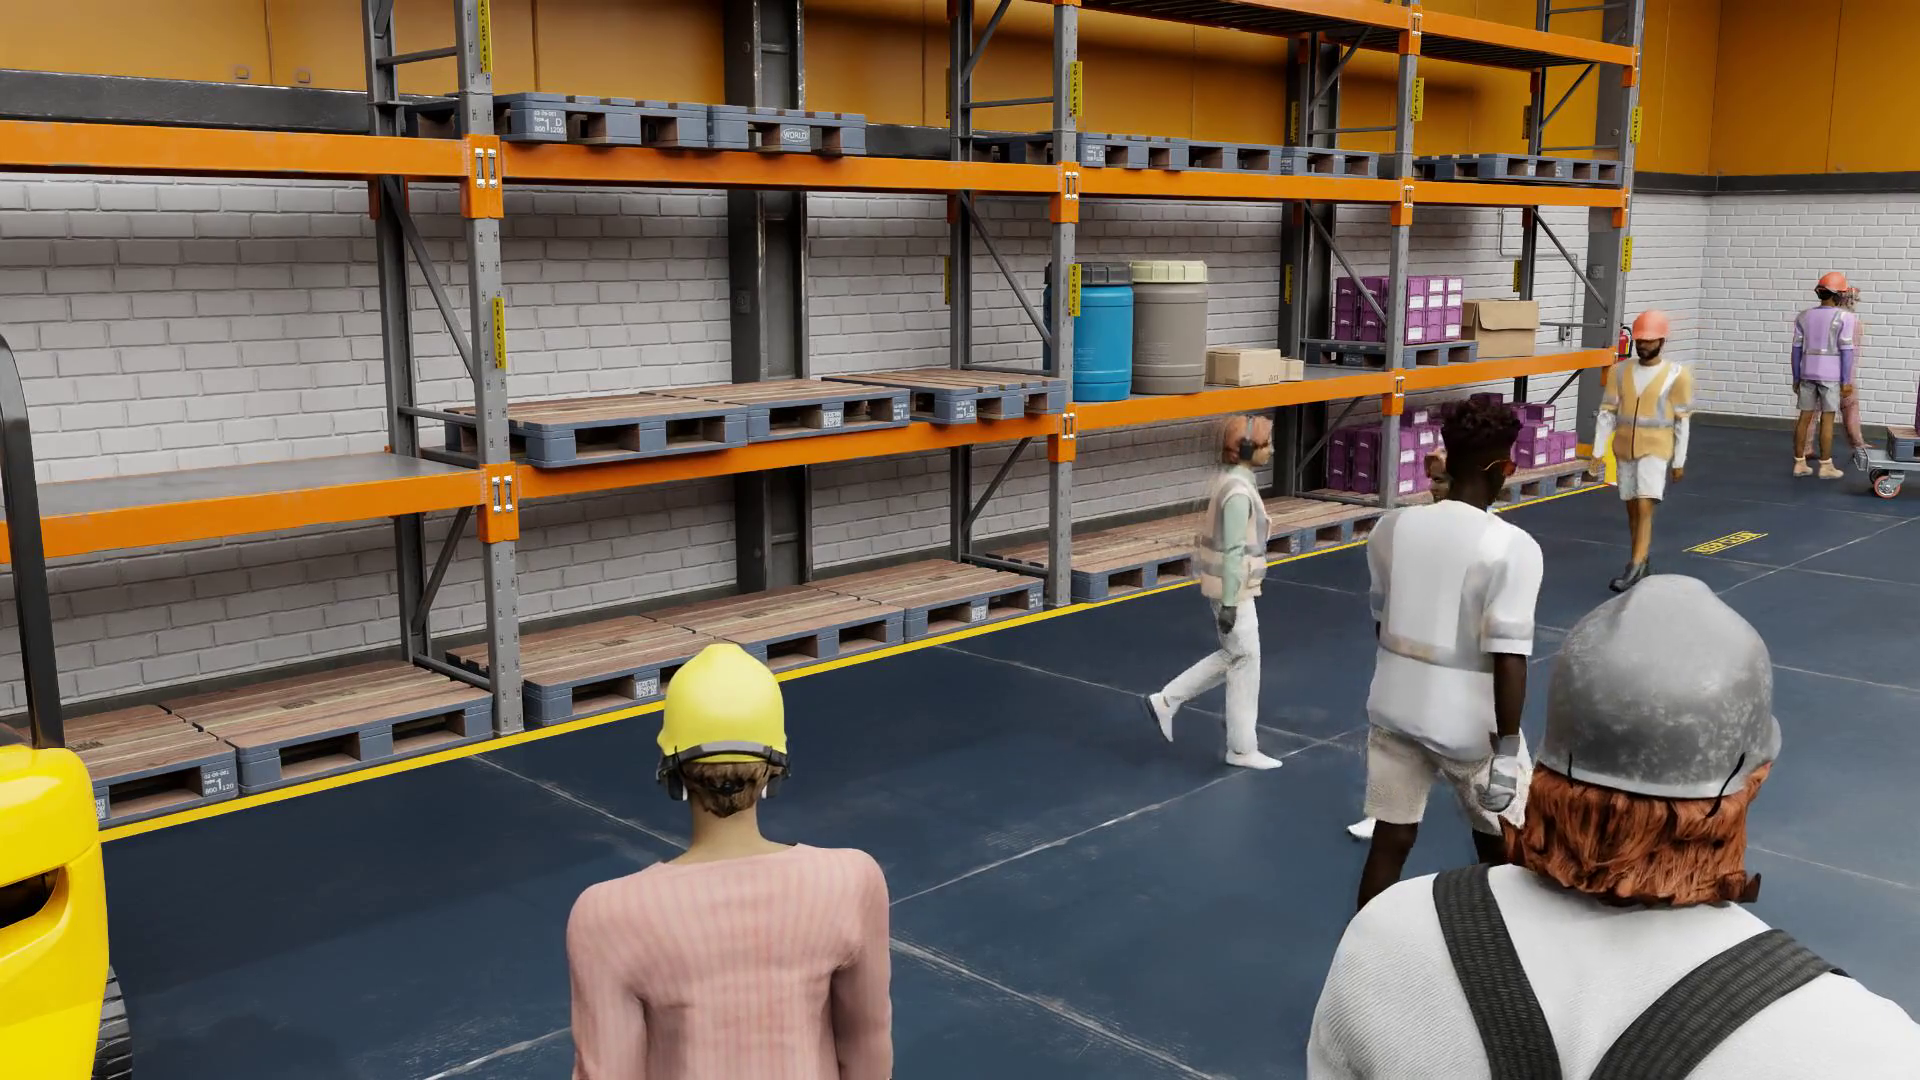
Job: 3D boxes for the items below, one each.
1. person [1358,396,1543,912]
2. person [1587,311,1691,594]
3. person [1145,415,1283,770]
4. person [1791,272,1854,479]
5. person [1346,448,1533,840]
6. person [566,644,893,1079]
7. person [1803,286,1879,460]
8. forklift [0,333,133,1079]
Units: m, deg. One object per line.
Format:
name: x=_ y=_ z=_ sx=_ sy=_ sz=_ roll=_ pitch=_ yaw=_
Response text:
person: x=1.554 y=0.523 z=5.098 sx=0.903 sy=1.922 sz=0.628 roll=-9 pitch=13 yaw=-39
person: x=4.526 y=-0.574 z=11.170 sx=0.945 sy=1.894 sz=0.555 roll=-10 pitch=14 yaw=-44
person: x=1.167 y=0.235 z=7.494 sx=0.548 sy=1.619 sz=0.521 roll=1 pitch=10 yaw=6
person: x=8.566 y=-1.629 z=16.516 sx=0.392 sy=2.045 sz=0.608 roll=-6 pitch=12 yaw=-29
person: x=1.997 y=0.416 z=6.601 sx=0.857 sy=1.591 sz=0.517 roll=-5 pitch=12 yaw=-27
person: x=-0.363 y=1.040 z=2.719 sx=0.524 sy=1.769 sz=0.325 roll=-3 pitch=11 yaw=-18
person: x=9.438 y=-1.776 z=17.803 sx=0.964 sy=1.855 sz=0.667 roll=-3 pitch=11 yaw=-18
forklift: x=-3.289 y=0.485 z=4.582 sx=1.214 sy=2.155 sz=2.313 roll=-10 pitch=14 yaw=-44
